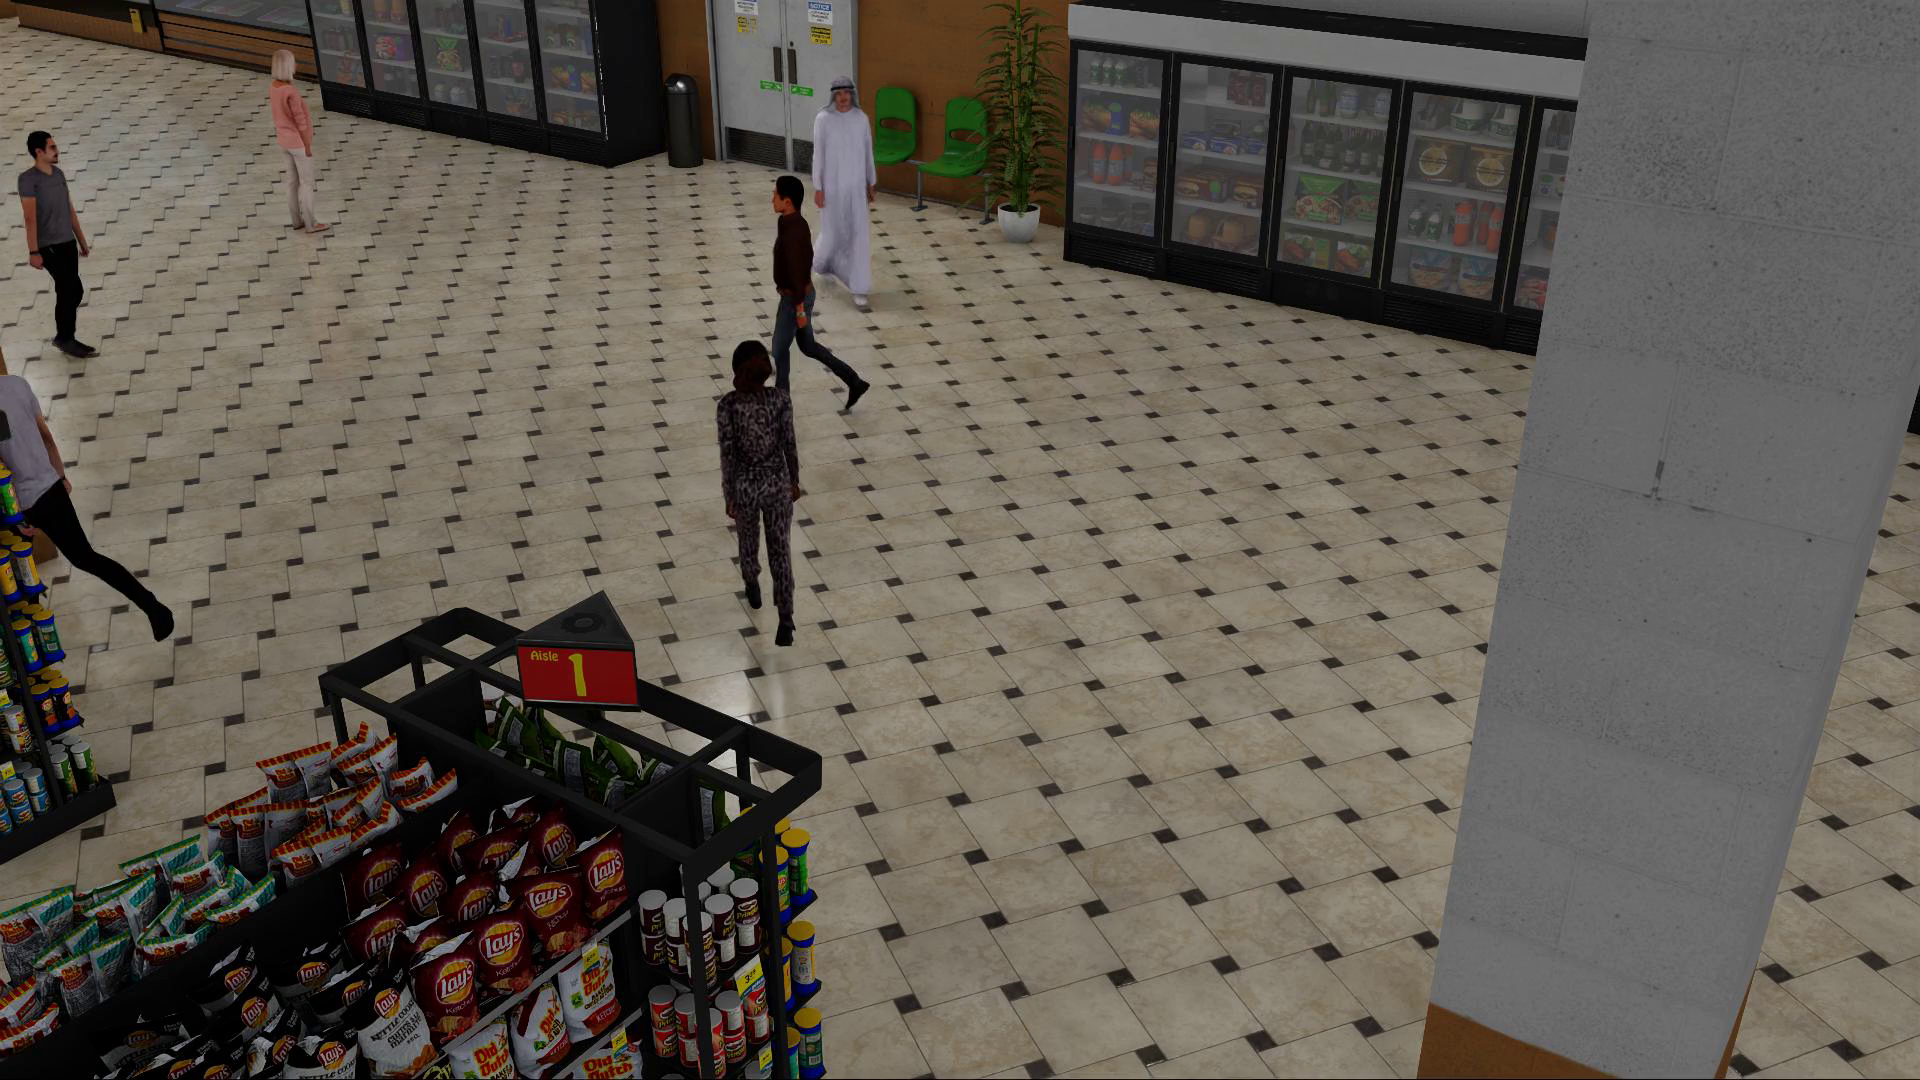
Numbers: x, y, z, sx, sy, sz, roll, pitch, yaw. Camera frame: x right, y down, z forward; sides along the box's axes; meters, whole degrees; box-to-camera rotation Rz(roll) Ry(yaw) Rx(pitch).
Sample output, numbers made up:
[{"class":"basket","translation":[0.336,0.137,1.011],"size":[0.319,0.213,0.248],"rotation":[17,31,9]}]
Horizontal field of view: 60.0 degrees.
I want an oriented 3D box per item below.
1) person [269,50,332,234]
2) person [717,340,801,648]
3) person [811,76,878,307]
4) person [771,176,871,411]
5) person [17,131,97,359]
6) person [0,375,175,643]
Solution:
[{"class":"person","translation":[-6.392,-3.825,15.957],"size":[0.586,1.726,0.513],"rotation":[19,32,32]},{"class":"person","translation":[-1.046,-0.209,8.882],"size":[1.128,1.676,1.123],"rotation":[-7,28,-13]},{"class":"person","translation":[-1.033,-3.005,14.164],"size":[1.297,1.886,1.254],"rotation":[-10,29,-20]},{"class":"person","translation":[-1.050,-1.663,11.664],"size":[1.118,1.752,1.132],"rotation":[0,27,0]},{"class":"person","translation":[-7.094,-2.281,12.901],"size":[0.830,1.737,0.729],"rotation":[4,27,8]},{"class":"person","translation":[-4.737,-0.172,8.673],"size":[1.122,1.799,1.327],"rotation":[6,28,12]}]
